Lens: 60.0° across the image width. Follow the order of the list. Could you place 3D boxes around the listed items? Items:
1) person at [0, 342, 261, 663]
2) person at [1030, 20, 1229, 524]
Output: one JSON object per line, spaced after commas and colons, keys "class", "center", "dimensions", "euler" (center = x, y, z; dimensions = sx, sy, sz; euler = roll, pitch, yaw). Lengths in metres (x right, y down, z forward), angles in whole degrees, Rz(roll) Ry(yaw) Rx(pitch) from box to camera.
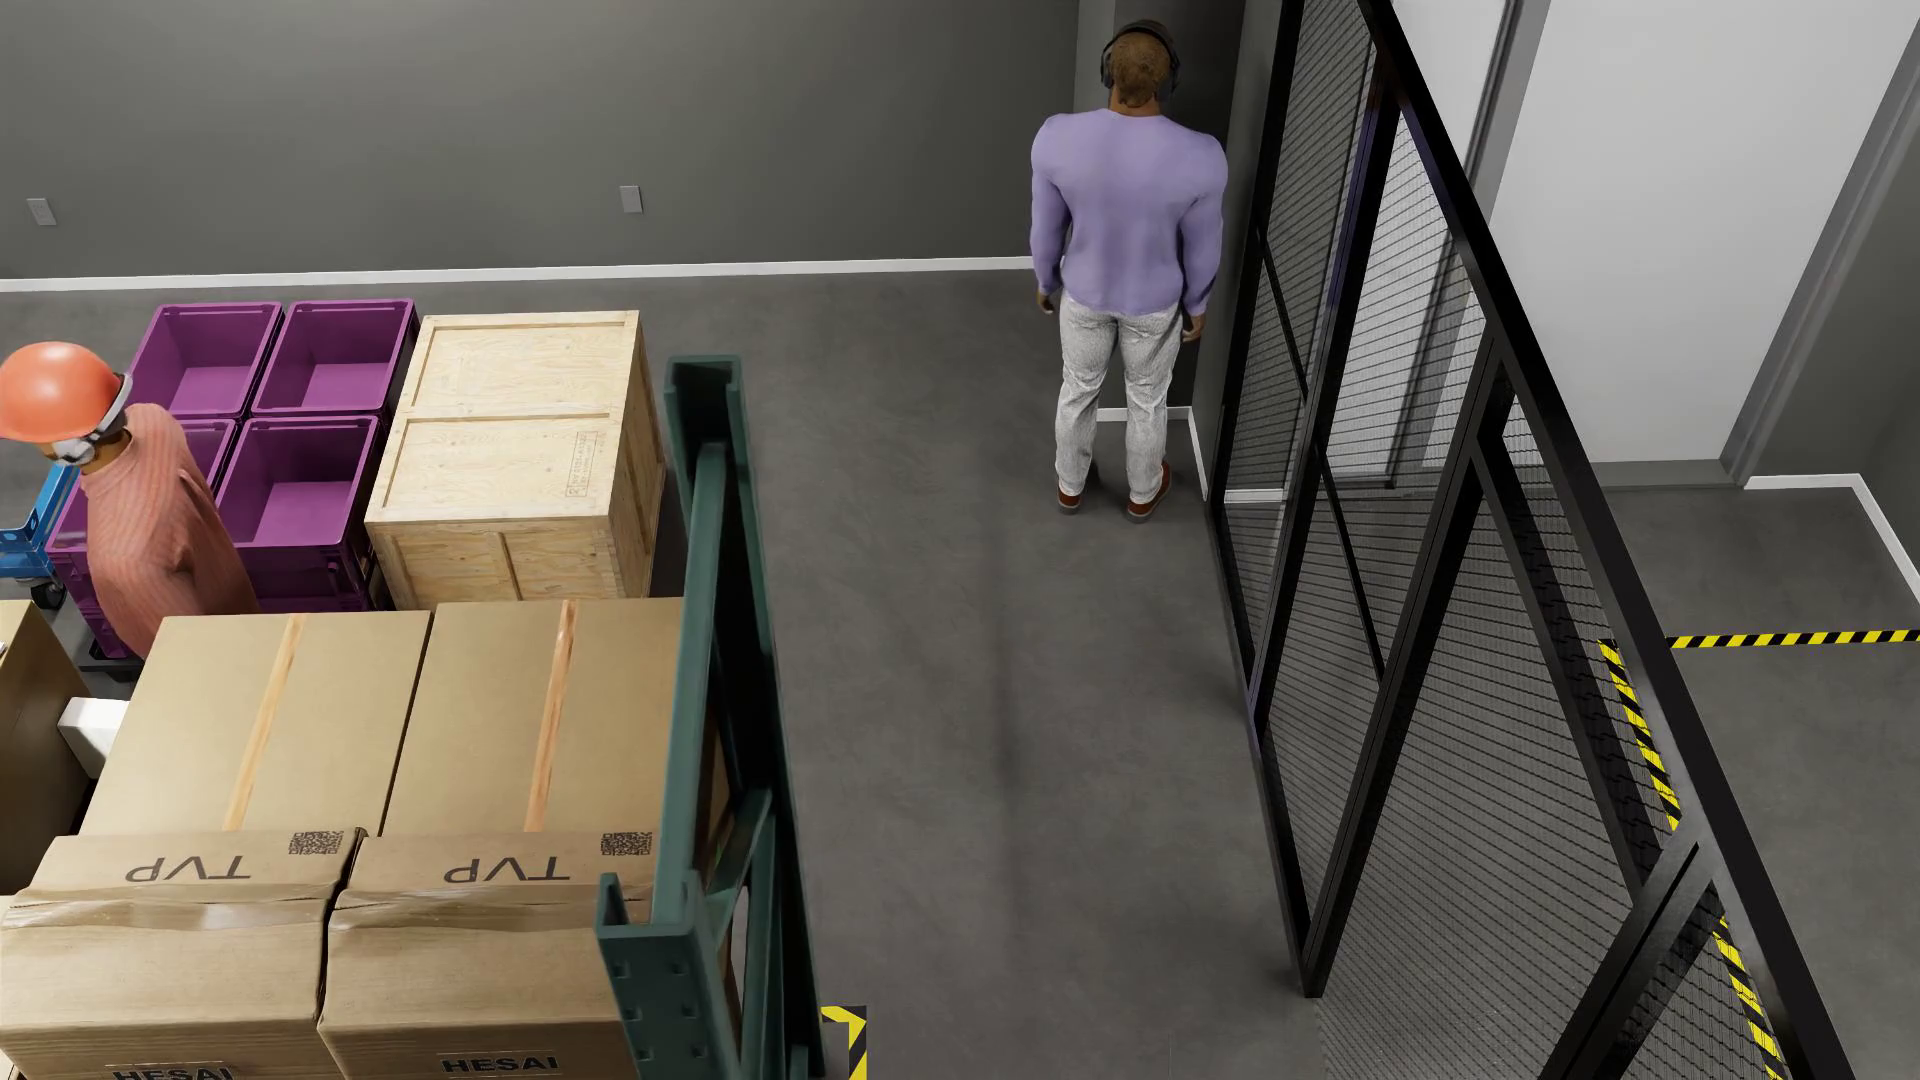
{"class": "person", "center": [-2.057, 0.259, 4.471], "dimensions": [0.389, 1.991, 0.626], "euler": [-12, 48, -11]}
{"class": "person", "center": [0.538, -0.834, 5.553], "dimensions": [0.628, 1.940, 0.373], "euler": [10, 47, 10]}
